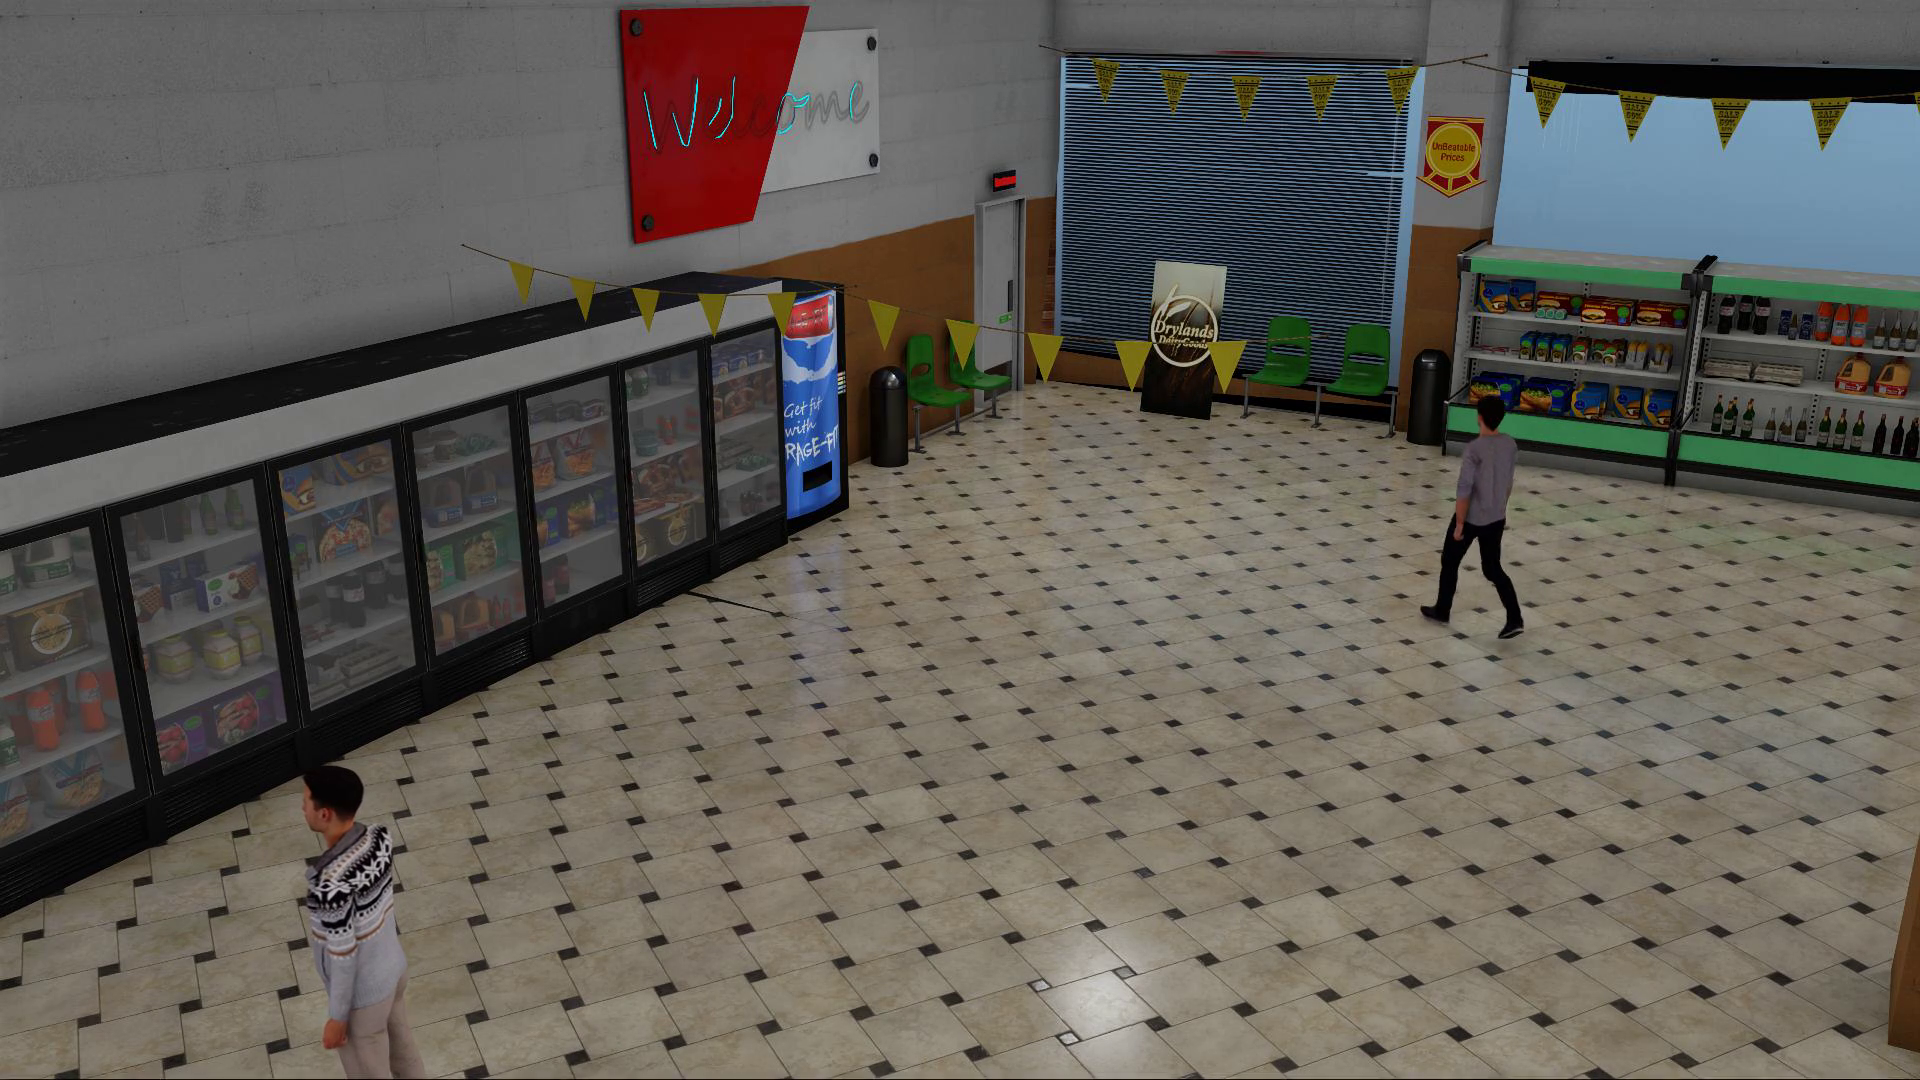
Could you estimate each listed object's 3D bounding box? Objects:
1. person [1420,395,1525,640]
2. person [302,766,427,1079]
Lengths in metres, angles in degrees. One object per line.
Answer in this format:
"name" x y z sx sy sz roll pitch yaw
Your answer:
"person" 3.859 -0.127 12.125 1.096 1.808 1.240 -7 20 -21
"person" -2.333 1.727 6.541 0.743 1.862 0.767 1 19 4
